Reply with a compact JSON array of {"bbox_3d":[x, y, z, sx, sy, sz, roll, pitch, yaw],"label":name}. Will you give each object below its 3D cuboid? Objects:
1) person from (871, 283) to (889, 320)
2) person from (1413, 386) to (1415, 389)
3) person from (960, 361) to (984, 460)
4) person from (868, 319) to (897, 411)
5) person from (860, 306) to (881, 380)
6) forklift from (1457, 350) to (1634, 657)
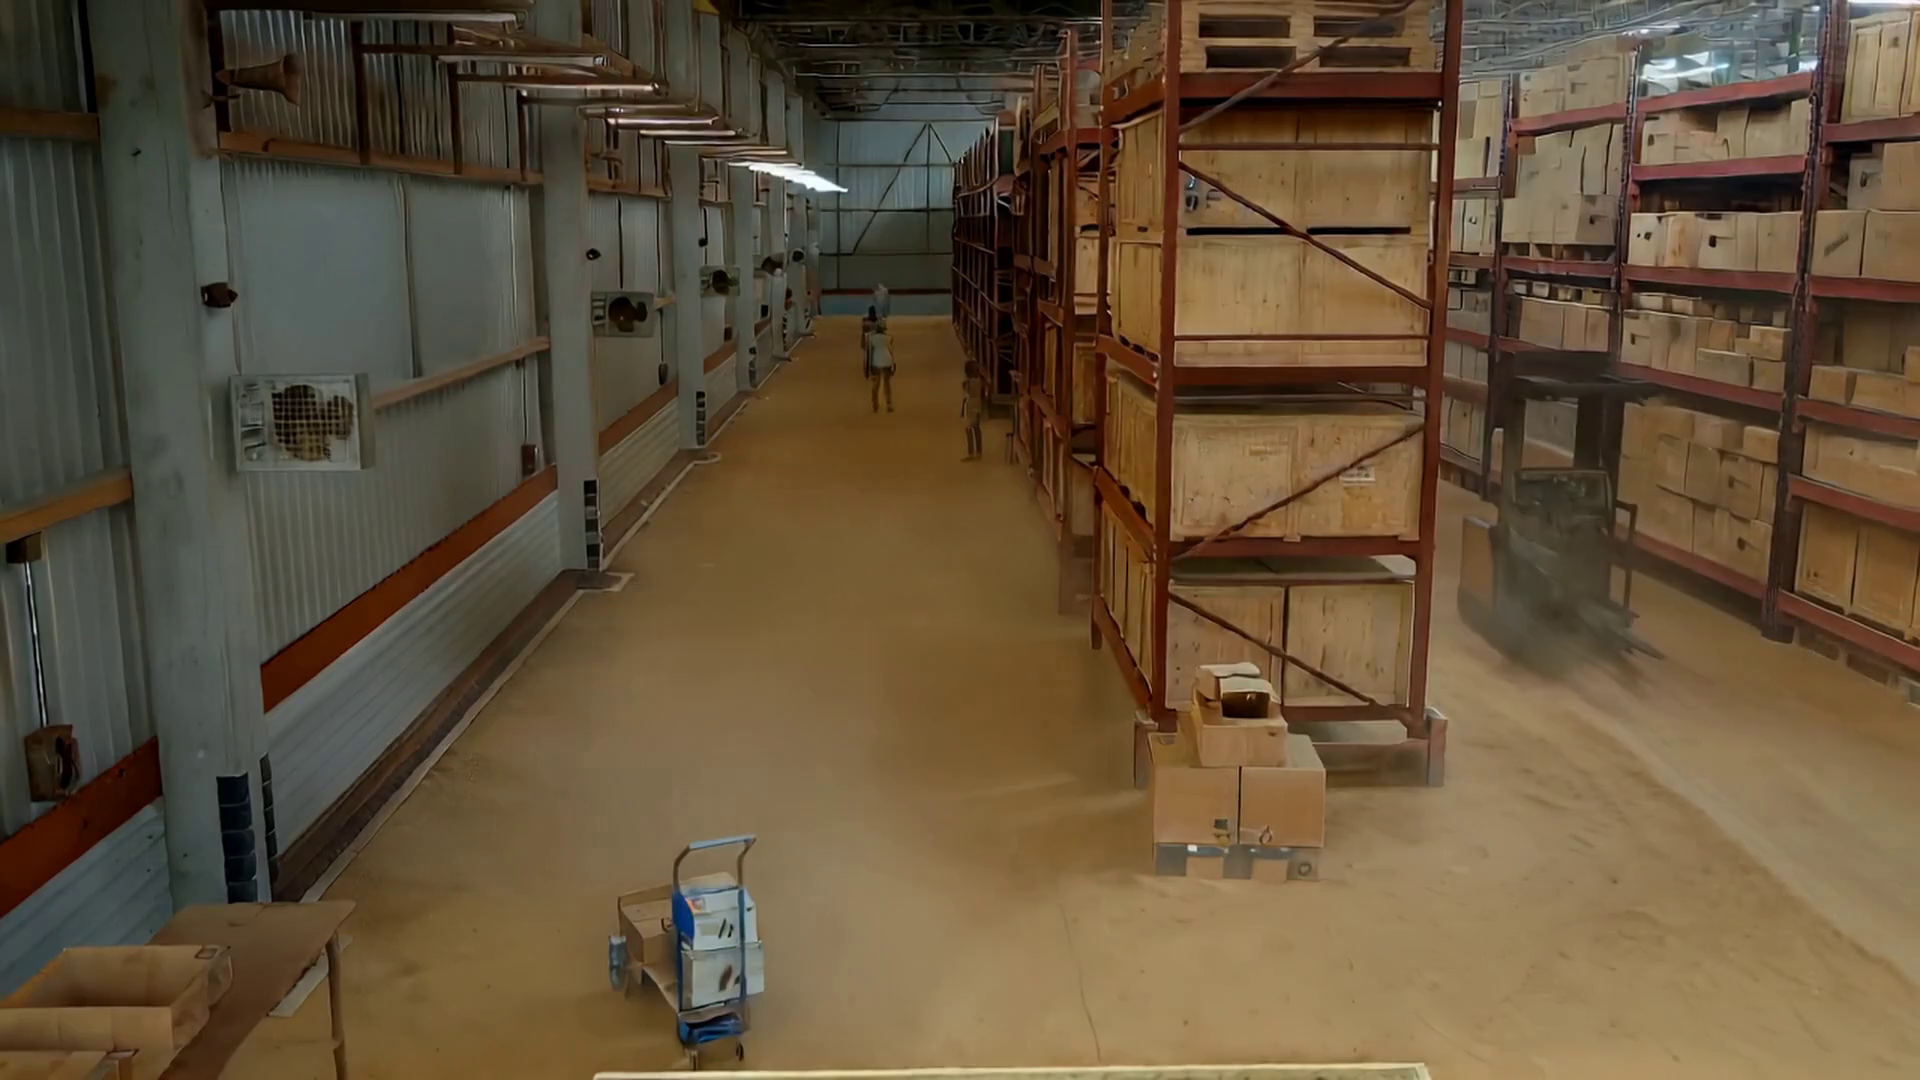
[{"bbox_3d":[-2.824,-8.196,59.121,0.650,1.879,0.812,1,11,7],"label":"person"},{"bbox_3d":[10.920,-4.594,40.358,0.640,1.882,0.832,2,11,9],"label":"person"},{"bbox_3d":[0.191,-2.214,28.446,0.316,1.698,0.541,8,14,37],"label":"person"},{"bbox_3d":[-1.657,-3.755,35.727,0.620,1.985,0.406,-3,11,-17],"label":"person"},{"bbox_3d":[-2.260,-5.050,42.674,0.601,1.907,0.405,-2,11,-10],"label":"person"},{"bbox_3d":[5.697,-0.444,16.158,1.129,2.768,1.873,0,11,-2],"label":"forklift"}]
